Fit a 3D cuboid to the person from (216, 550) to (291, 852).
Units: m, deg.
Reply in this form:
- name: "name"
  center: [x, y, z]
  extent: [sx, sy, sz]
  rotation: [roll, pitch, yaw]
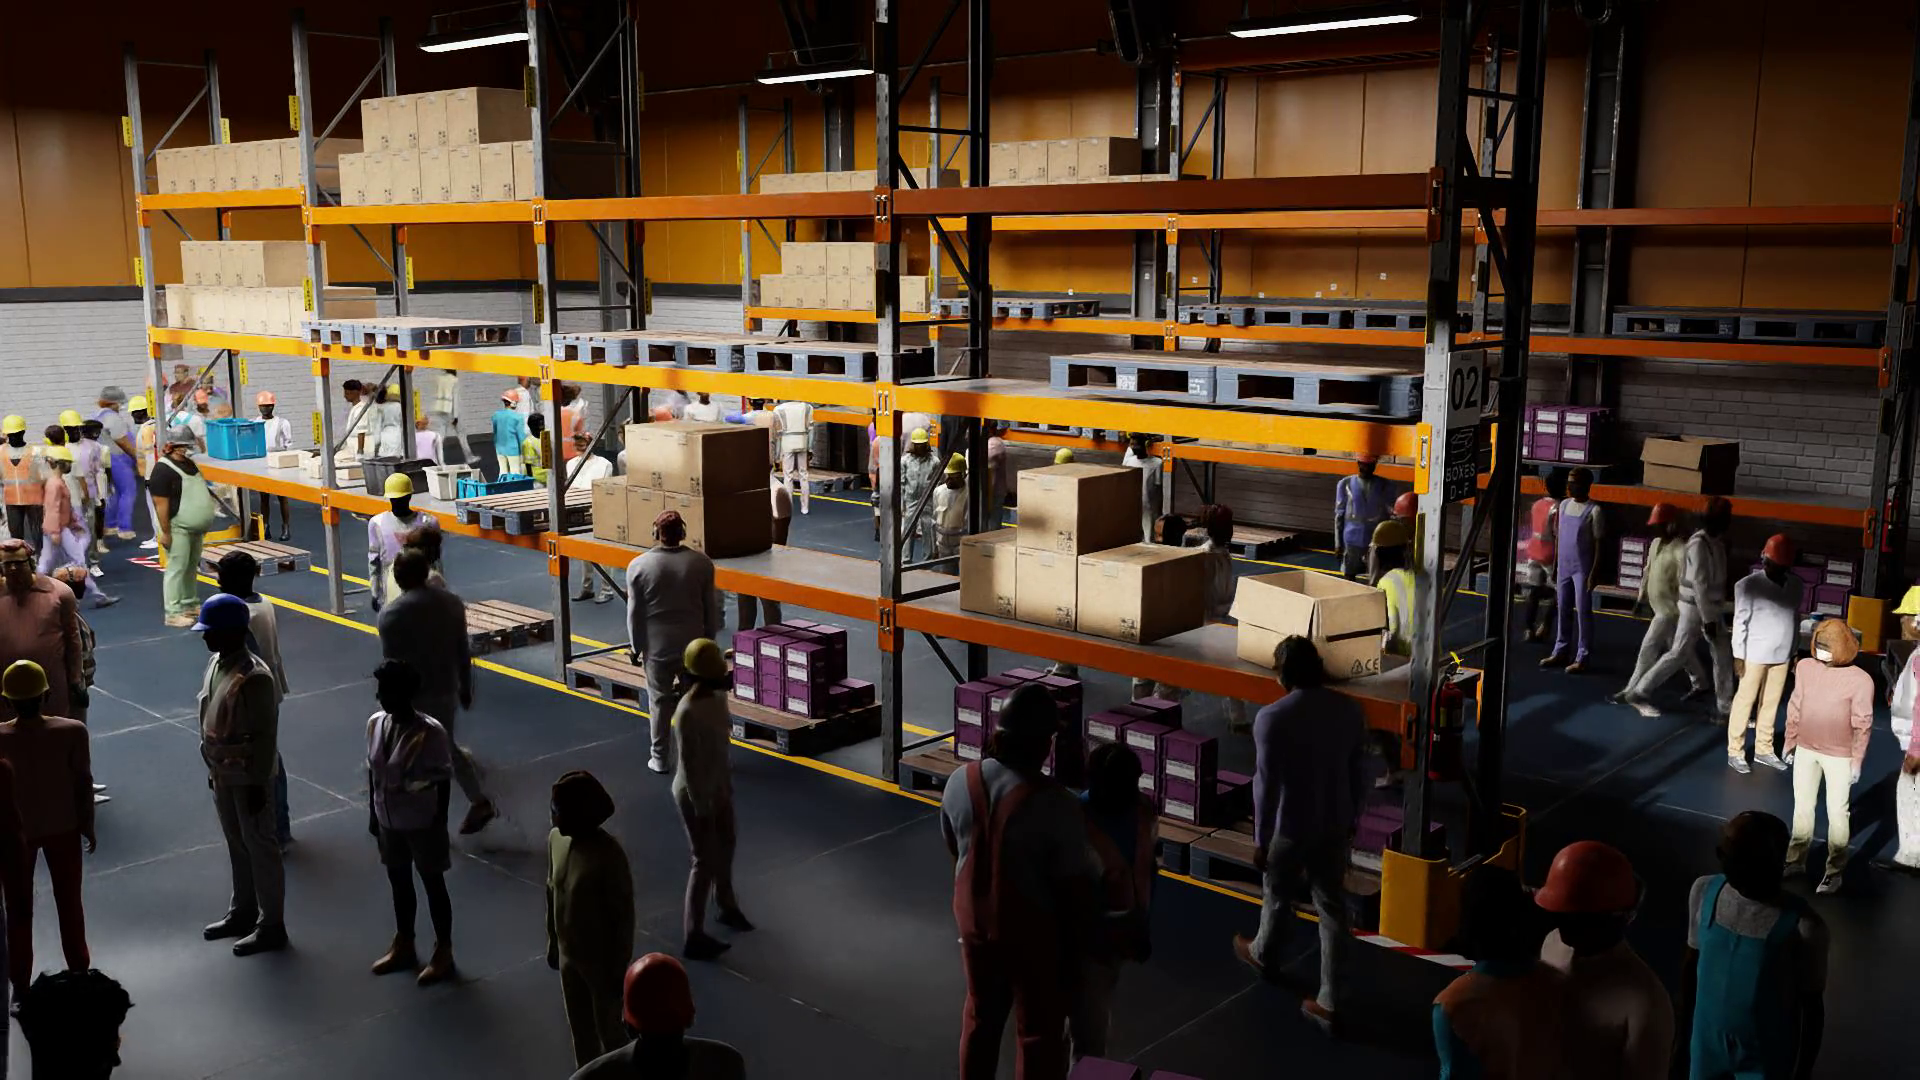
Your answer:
- name: "person"
  center: [-4.372, 1.008, 10.340]
  extent: [0.371, 1.916, 0.597]
  rotation: [-2, 10, -12]

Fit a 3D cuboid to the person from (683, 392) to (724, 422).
- name: "person"
  center: [-3.663, -1.362, 23.741]
  extent: [0.619, 1.923, 0.994]
  rotation: [-4, 11, -21]

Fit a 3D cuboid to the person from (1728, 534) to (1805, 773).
- name: "person"
  center: [5.818, 0.809, 11.953]
  extent: [0.567, 1.740, 0.348]
  rotation: [-3, 10, -14]

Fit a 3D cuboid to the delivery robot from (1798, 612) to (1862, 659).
- name: "delivery robot"
  center: [7.539, 0.877, 14.664]
  extent: [0.707, 0.478, 0.477]
  rotation: [0, 10, -2]

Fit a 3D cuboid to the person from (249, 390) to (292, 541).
- name: "person"
  center: [-8.846, -0.947, 21.323]
  extent: [0.551, 1.942, 0.344]
  rotation: [-1, 10, -4]

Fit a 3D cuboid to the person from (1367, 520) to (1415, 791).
- name: "person"
  center: [3.002, 0.810, 11.474]
  extent: [0.452, 1.905, 0.603]
  rotation: [10, 14, 43]

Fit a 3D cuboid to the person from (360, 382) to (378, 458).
- name: "person"
  center: [-9.417, -1.700, 26.471]
  extent: [0.372, 1.618, 0.537]
  rotation: [1, 10, 8]

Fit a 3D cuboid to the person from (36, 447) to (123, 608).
- name: "person"
  center: [-9.223, -0.104, 17.202]
  extent: [0.930, 1.708, 0.536]
  rotation: [-6, 12, -31]

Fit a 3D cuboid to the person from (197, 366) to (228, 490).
- name: "person"
  center: [-11.650, -1.737, 25.860]
  extent: [0.395, 1.919, 0.589]
  rotation: [6, 12, 31]

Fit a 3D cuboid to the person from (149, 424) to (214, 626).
- name: "person"
  center: [-7.740, -0.165, 16.623]
  extent: [0.539, 2.000, 0.688]
  rotation: [1, 10, 3]

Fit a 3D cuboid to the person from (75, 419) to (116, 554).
- name: "person"
  center: [-10.701, -0.662, 20.447]
  extent: [0.452, 1.673, 0.558]
  rotation: [6, 12, 31]

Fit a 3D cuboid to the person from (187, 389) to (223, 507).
- name: "person"
  center: [-10.877, -1.316, 23.992]
  extent: [0.375, 1.739, 0.571]
  rotation: [9, 14, 43]

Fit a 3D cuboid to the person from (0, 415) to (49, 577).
- name: "person"
  center: [-10.427, -0.439, 18.503]
  extent: [0.594, 1.922, 0.386]
  rotation: [-2, 10, -9]

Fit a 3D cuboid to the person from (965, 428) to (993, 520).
- name: "person"
  center: [0.229, -0.417, 18.602]
  extent: [0.373, 1.843, 0.572]
  rotation: [-5, 11, -27]

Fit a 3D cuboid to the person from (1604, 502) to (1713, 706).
- name: "person"
  center: [5.833, 0.528, 13.684]
  extent: [0.932, 1.699, 0.545]
  rotation: [1, 10, 3]

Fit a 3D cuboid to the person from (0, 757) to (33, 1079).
- name: "person"
  center: [-4.244, 1.583, 6.961]
  extent: [0.667, 1.955, 0.832]
  rotation: [-7, 12, -34]

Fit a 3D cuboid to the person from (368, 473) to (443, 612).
- name: "person"
  center: [-4.584, 0.396, 13.774]
  extent: [0.593, 1.924, 0.384]
  rotation: [-1, 10, -7]

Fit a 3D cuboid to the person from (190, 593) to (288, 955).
- name: "person"
  center: [-3.876, 1.238, 8.954]
  extent: [0.605, 1.948, 0.384]
  rotation: [9, 13, 41]

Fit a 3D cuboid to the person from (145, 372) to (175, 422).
- name: "person"
  center: [-11.302, -1.394, 23.621]
  extent: [0.610, 2.031, 0.430]
  rotation: [2, 10, 10]

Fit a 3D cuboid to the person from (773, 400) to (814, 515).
- name: "person"
  center: [-2.337, -1.297, 23.348]
  extent: [0.587, 1.927, 0.369]
  rotation: [-4, 11, -24]

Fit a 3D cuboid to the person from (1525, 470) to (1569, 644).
- name: "person"
  center: [5.575, 0.175, 15.710]
  extent: [0.405, 1.685, 0.585]
  rotation: [-3, 10, -15]

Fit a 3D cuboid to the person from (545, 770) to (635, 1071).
- name: "person"
  center: [-1.561, 1.748, 6.959]
  extent: [0.507, 1.631, 0.278]
  rotation: [8, 13, 40]

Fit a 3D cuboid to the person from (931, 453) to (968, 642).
- name: "person"
  center: [-0.027, 0.069, 15.935]
  extent: [0.586, 1.824, 0.404]
  rotation: [6, 12, 29]

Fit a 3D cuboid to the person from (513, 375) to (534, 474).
- name: "person"
  center: [-6.798, -1.721, 25.923]
  extent: [0.340, 1.869, 0.688]
  rotation: [-4, 11, -20]

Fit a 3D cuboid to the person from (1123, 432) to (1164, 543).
- name: "person"
  center: [1.939, -0.264, 17.721]
  extent: [0.530, 1.855, 0.336]
  rotation: [7, 12, 35]

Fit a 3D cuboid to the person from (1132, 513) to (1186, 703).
- name: "person"
  center: [1.503, 0.710, 12.290]
  extent: [0.429, 1.831, 0.631]
  rotation: [-10, 14, -44]

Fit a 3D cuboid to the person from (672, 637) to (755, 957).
- name: "person"
  center: [-1.346, 1.346, 8.944]
  extent: [0.352, 1.741, 0.570]
  rotation: [3, 10, 14]

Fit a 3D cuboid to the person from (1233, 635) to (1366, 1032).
- name: "person"
  center: [1.679, 1.396, 8.235]
  extent: [0.664, 1.874, 0.971]
  rotation: [-4, 11, -21]

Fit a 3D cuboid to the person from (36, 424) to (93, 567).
- name: "person"
  center: [-9.845, -0.351, 18.278]
  extent: [0.550, 1.831, 0.575]
  rotation: [-1, 10, -4]

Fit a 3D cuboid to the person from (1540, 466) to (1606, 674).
- name: "person"
  center: [5.460, 0.261, 14.767]
  extent: [0.341, 1.846, 0.510]
  rotation: [-5, 11, -26]

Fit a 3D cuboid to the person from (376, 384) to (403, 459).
- name: "person"
  center: [-8.549, -1.514, 25.232]
  extent: [0.491, 1.683, 0.907]
  rotation: [3, 10, 15]

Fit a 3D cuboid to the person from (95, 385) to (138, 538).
- name: "person"
  center: [-10.910, -1.037, 21.553]
  extent: [0.539, 2.000, 0.703]
  rotation: [-7, 12, -35]

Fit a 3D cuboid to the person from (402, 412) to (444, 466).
- name: "person"
  center: [-7.037, -0.868, 21.789]
  extent: [0.517, 1.625, 0.375]
  rotation: [-6, 12, -32]

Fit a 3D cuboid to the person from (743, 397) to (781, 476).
- name: "person"
  center: [-2.667, -1.083, 22.133]
  extent: [0.595, 1.925, 0.371]
  rotation: [-7, 12, -34]

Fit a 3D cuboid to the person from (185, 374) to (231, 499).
- name: "person"
  center: [-11.176, -1.529, 24.752]
  extent: [0.652, 1.902, 0.400]
  rotation: [-9, 13, -40]

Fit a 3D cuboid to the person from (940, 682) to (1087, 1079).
- name: "person"
  center: [0.273, 1.565, 6.845]
  extent: [0.688, 2.000, 0.535]
  rotation: [8, 13, 39]

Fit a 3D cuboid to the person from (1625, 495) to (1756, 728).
- name: "person"
  center: [5.813, 0.546, 13.160]
  extent: [0.576, 1.852, 0.923]
  rotation: [-10, 14, -44]
